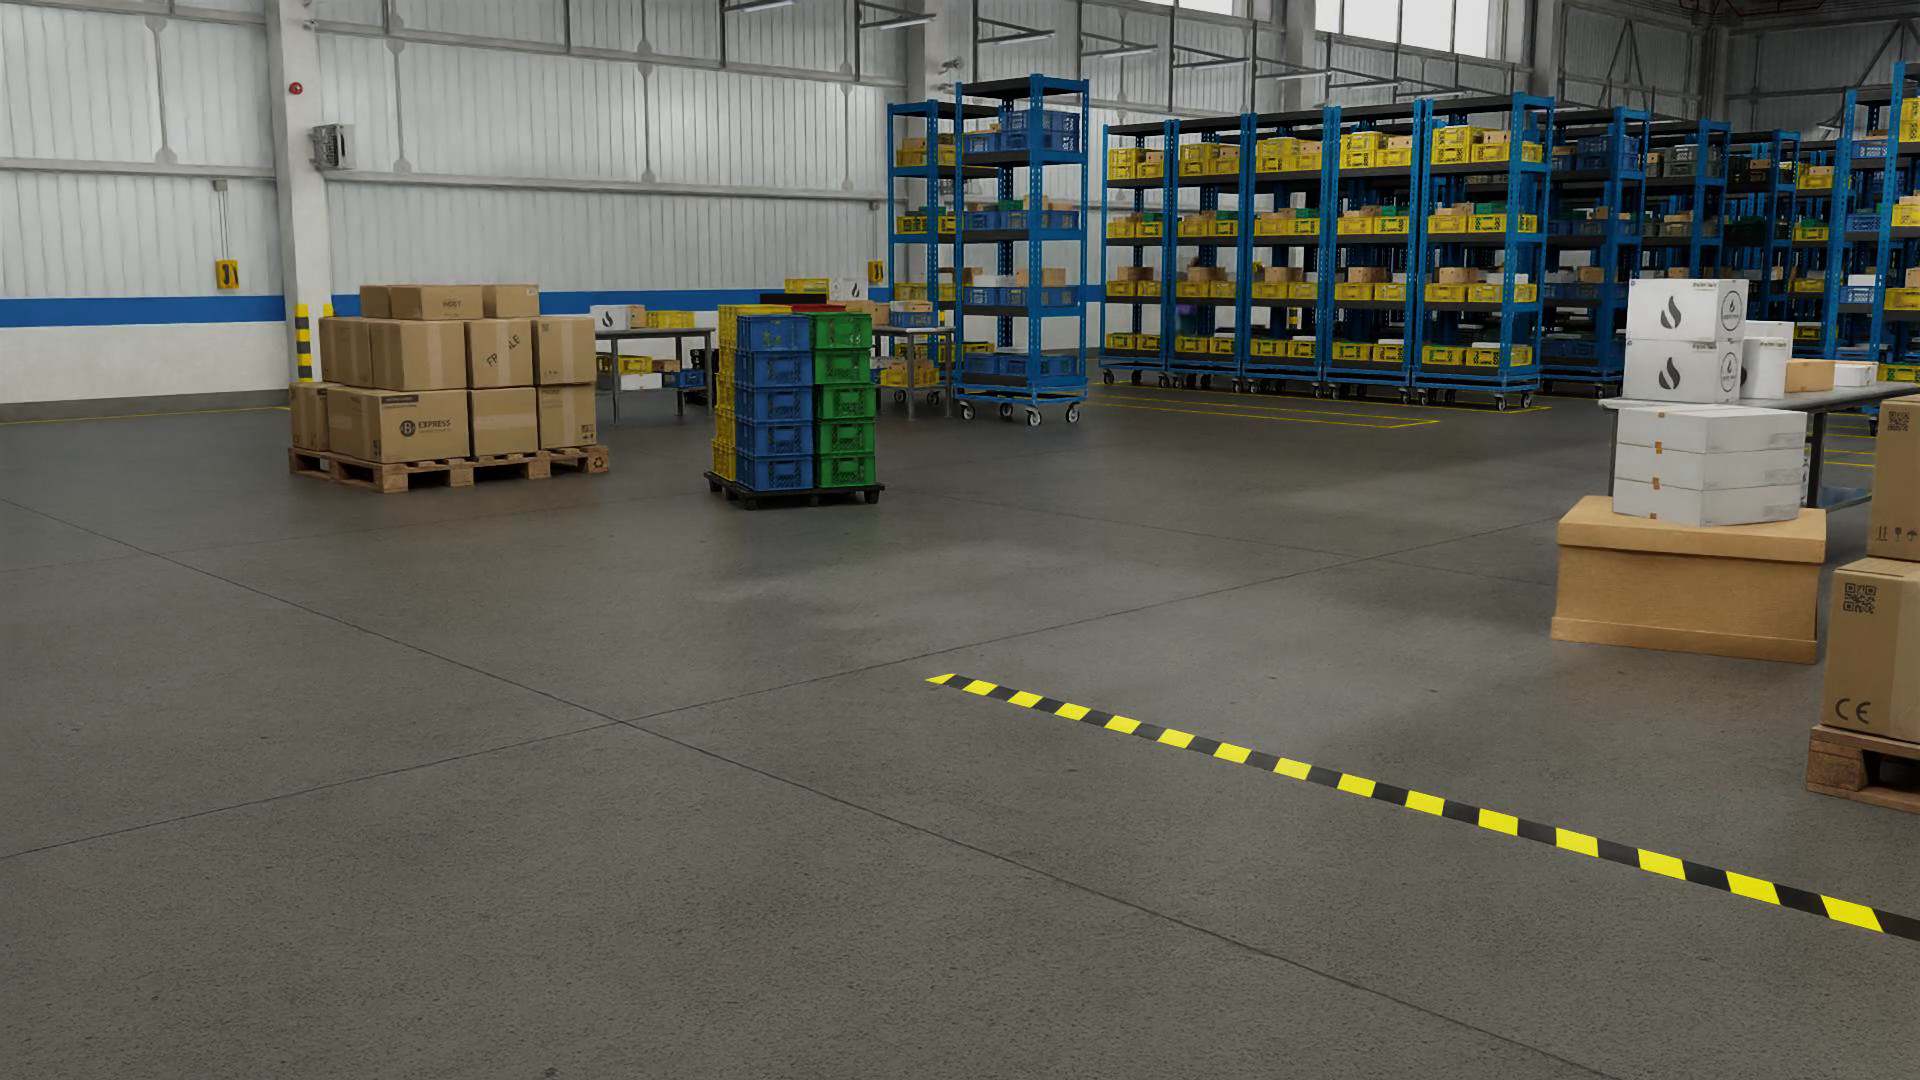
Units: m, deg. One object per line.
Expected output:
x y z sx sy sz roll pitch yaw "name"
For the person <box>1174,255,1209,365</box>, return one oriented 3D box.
3.591 -3.485 25.749 0.613 1.813 0.461 7 12 36 "person"
